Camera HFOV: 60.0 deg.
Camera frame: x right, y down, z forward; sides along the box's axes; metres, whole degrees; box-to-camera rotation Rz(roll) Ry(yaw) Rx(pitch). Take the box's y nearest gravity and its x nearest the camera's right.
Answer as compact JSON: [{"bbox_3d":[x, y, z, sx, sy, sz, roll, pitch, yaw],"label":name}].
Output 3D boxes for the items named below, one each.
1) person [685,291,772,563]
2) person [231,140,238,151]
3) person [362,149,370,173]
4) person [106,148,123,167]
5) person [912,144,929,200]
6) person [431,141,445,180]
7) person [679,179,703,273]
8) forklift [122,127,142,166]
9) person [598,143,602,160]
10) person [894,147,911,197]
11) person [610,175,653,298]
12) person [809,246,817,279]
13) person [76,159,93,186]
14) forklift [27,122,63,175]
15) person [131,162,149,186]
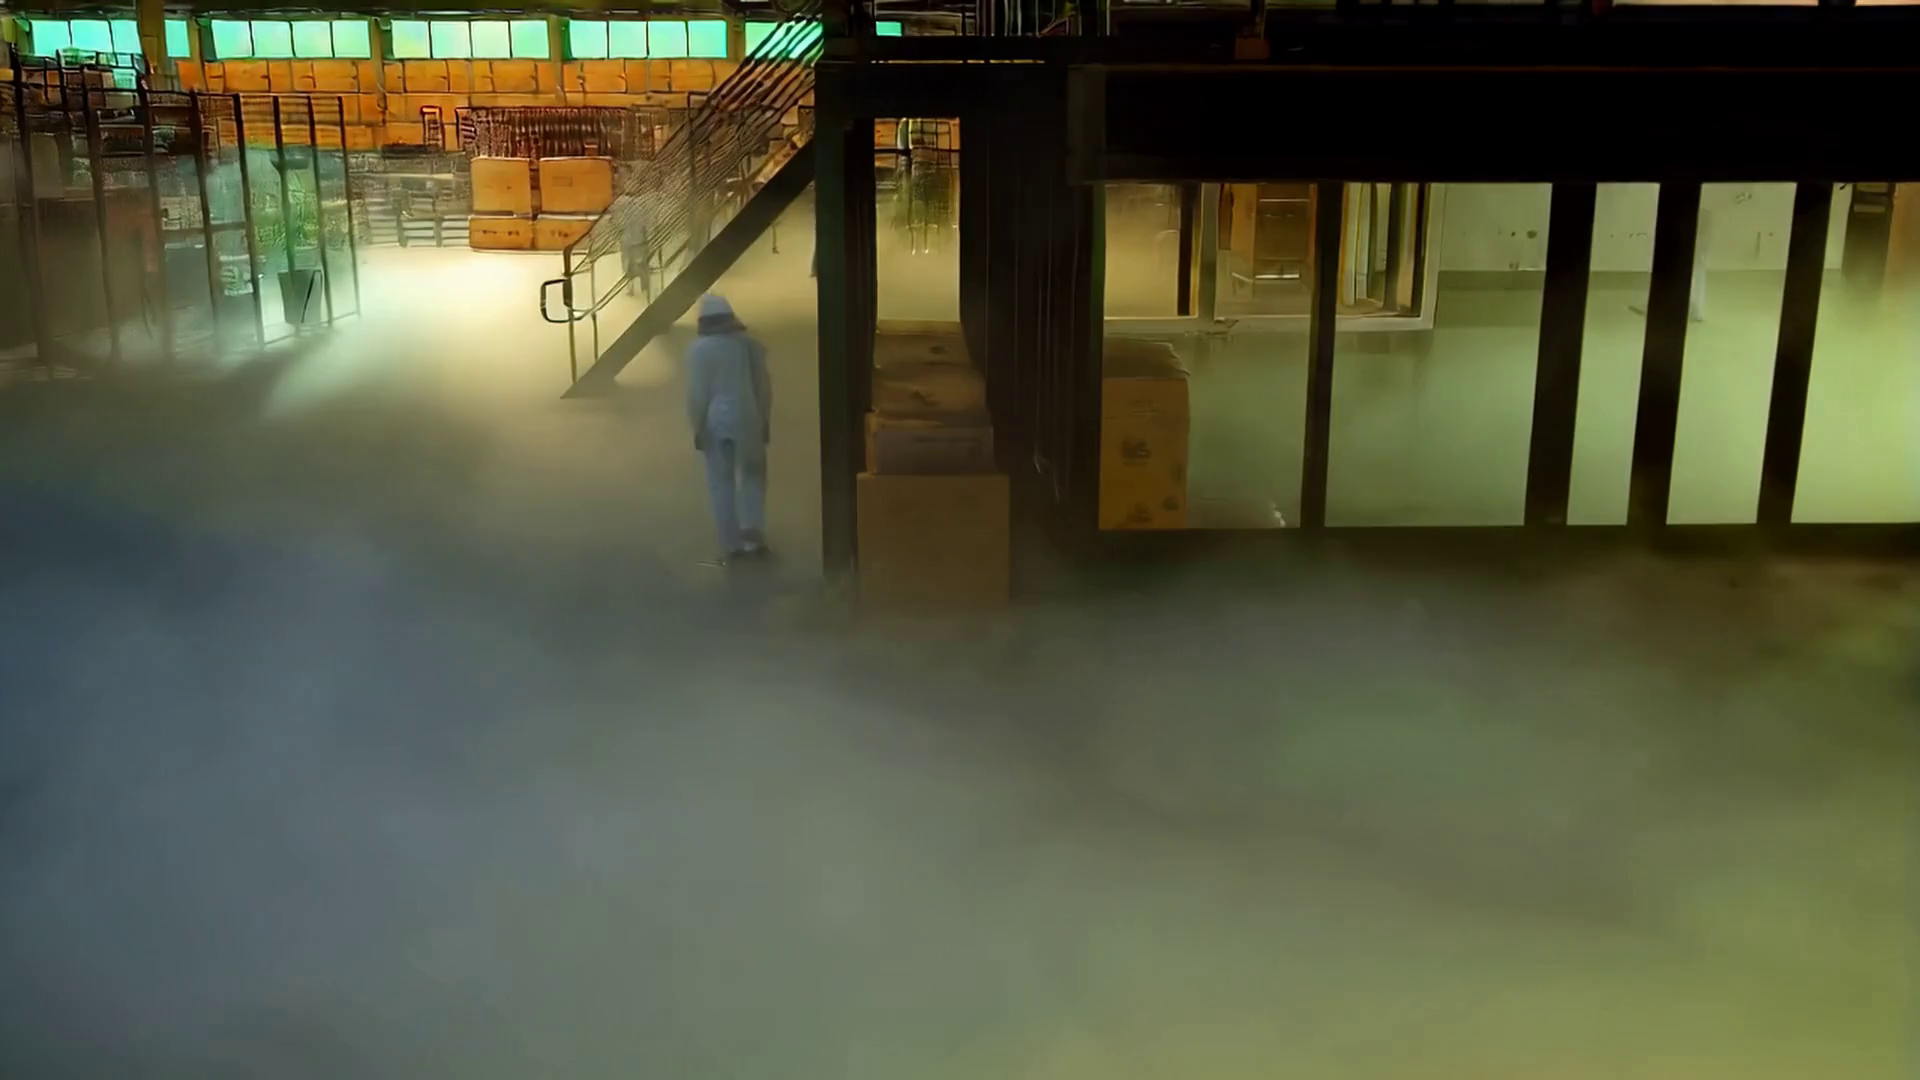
[{"bbox_3d":[-1.476,-0.711,10.551,0.505,1.704,0.457,-1,14,-5],"label":"person"},{"bbox_3d":[-34.127,-17.818,78.344,0.381,1.993,0.622,-6,15,-24],"label":"person"},{"bbox_3d":[-24.226,-15.036,67.770,0.903,1.721,0.526,-4,15,-15],"label":"person"},{"bbox_3d":[-32.135,-14.000,63.339,0.365,1.883,0.660,12,18,39],"label":"person"},{"bbox_3d":[-1.396,-13.529,61.174,0.628,2.006,0.905,-12,19,-41],"label":"person"},{"bbox_3d":[-25.654,-18.601,81.639,0.605,1.919,0.677,-12,18,-40],"label":"person"},{"bbox_3d":[-5.003,-5.744,30.599,0.751,1.737,0.550,4,15,16],"label":"person"},{"bbox_3d":[-35.922,-16.877,72.786,1.873,2.768,1.129,-1,14,-2],"label":"forklift"},{"bbox_3d":[-18.280,-19.408,85.067,0.418,1.819,0.608,-1,14,-4],"label":"person"},{"bbox_3d":[-2.203,-14.031,63.422,0.668,1.889,0.630,-2,14,-6],"label":"person"},{"bbox_3d":[-5.255,-4.832,26.538,0.477,1.944,0.630,10,17,35],"label":"person"},{"bbox_3d":[-2.297,-5.614,29.964,0.970,1.795,0.535,-7,16,-27],"label":"person"},{"bbox_3d":[-23.586,-9.427,45.183,0.616,1.803,0.743,0,14,1],"label":"person"},{"bbox_3d":[-35.376,-14.773,64.377,1.129,2.768,1.873,-1,14,-2],"label":"forklift"},{"bbox_3d":[-24.919,-10.691,50.637,0.496,1.604,0.731,0,14,1],"label":"person"}]
